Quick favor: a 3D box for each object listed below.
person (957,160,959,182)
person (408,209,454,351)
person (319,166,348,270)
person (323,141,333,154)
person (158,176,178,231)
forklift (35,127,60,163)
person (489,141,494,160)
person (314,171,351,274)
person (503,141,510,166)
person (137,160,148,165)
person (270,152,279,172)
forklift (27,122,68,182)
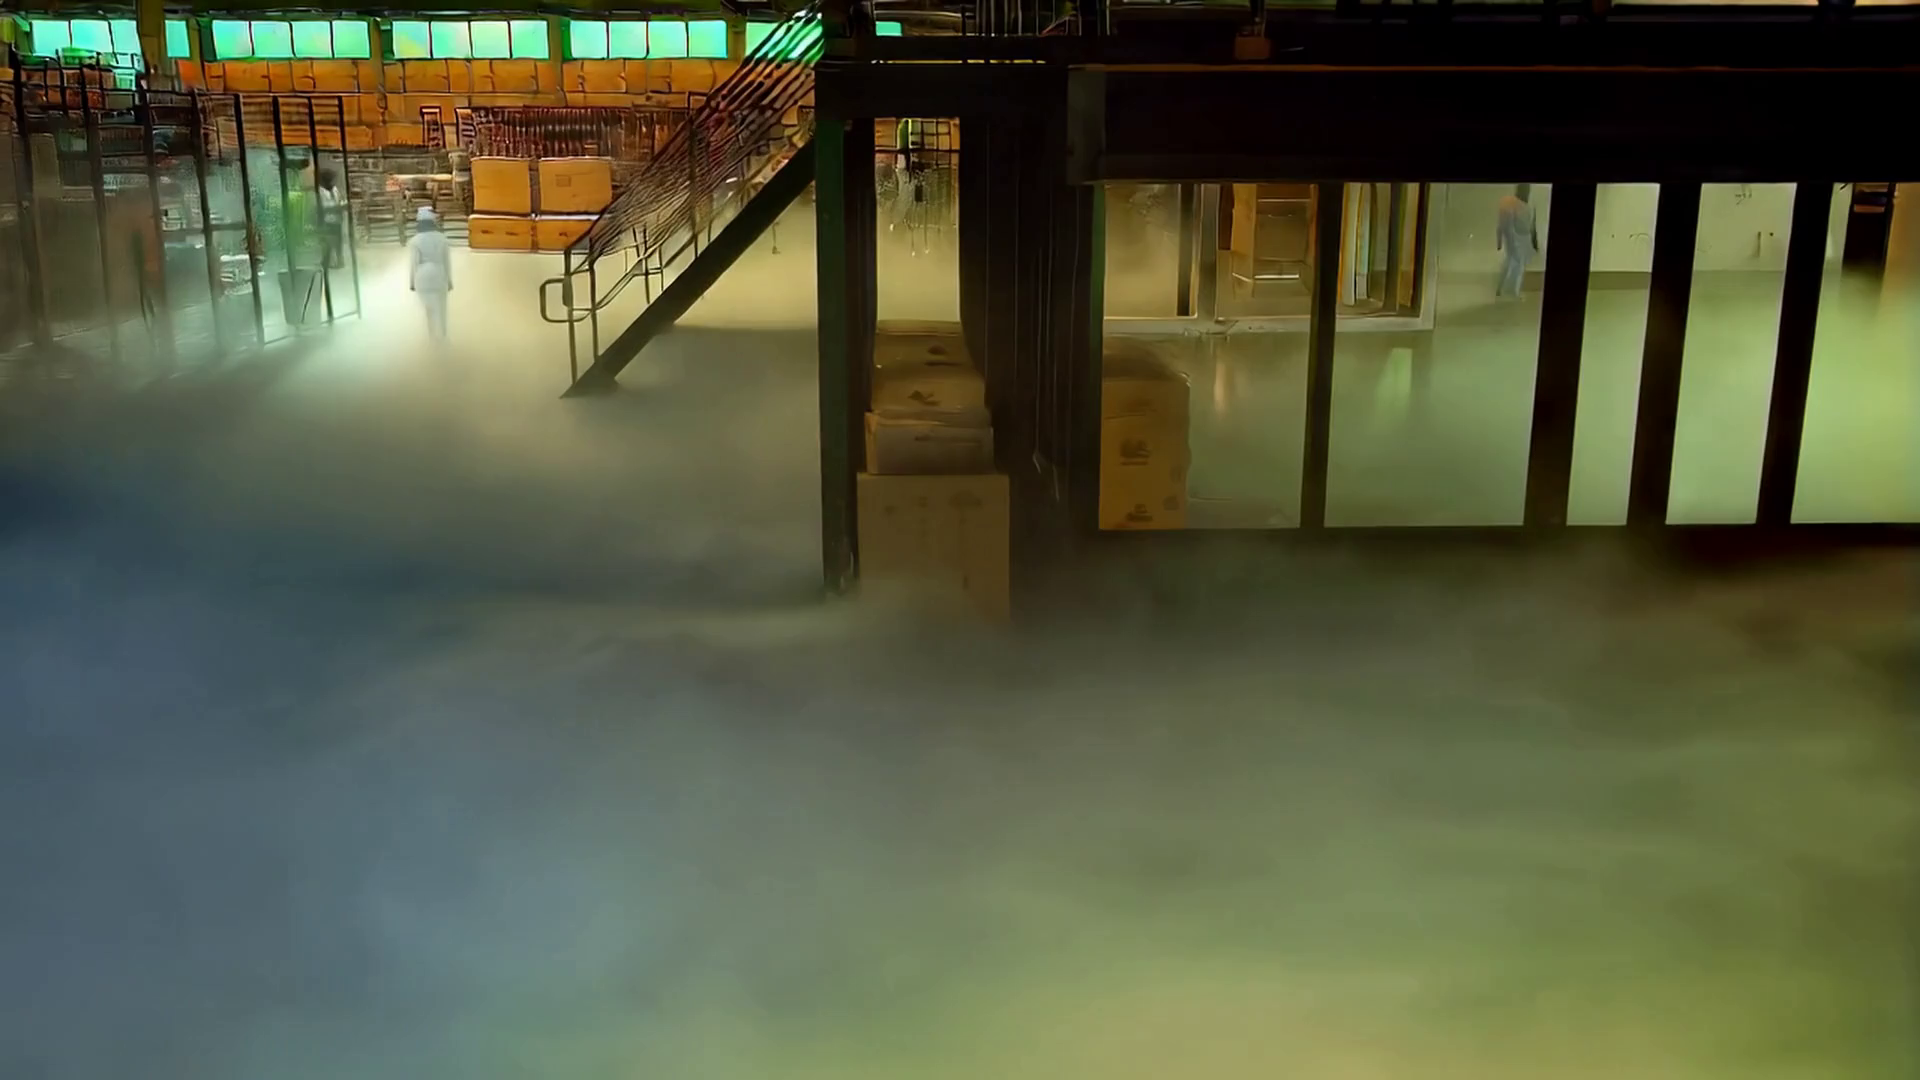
[{"bbox_3d":[0.164,-12.429,56.773,0.636,2.005,0.893,8,16,30],"label":"person"},{"bbox_3d":[-6.567,-3.227,20.590,0.515,1.702,0.837,-7,16,-25],"label":"person"},{"bbox_3d":[-12.007,-6.133,31.732,0.419,1.962,0.650,-2,14,-7],"label":"person"},{"bbox_3d":[-32.904,-19.857,86.760,0.990,1.862,0.631,-2,14,-9],"label":"person"},{"bbox_3d":[-15.955,-6.485,33.604,0.908,1.723,0.532,2,14,7],"label":"person"},{"bbox_3d":[-38.499,-16.202,70.088,1.129,2.768,1.873,-1,14,-3],"label":"forklift"},{"bbox_3d":[-23.190,-18.723,82.077,0.929,1.957,0.636,-4,15,-15],"label":"person"},{"bbox_3d":[-11.578,-5.855,30.761,0.907,1.876,0.611,4,15,16],"label":"person"},{"bbox_3d":[-24.340,-20.455,89.209,0.588,1.835,0.403,10,17,36],"label":"person"},{"bbox_3d":[-34.091,-15.468,69.468,0.530,1.749,0.668,-5,15,-18],"label":"person"},{"bbox_3d":[-23.198,-12.198,56.267,0.602,1.811,0.742,0,14,-2],"label":"person"},{"bbox_3d":[-35.376,-14.773,64.377,1.129,2.768,1.873,-1,14,-2],"label":"forklift"}]
